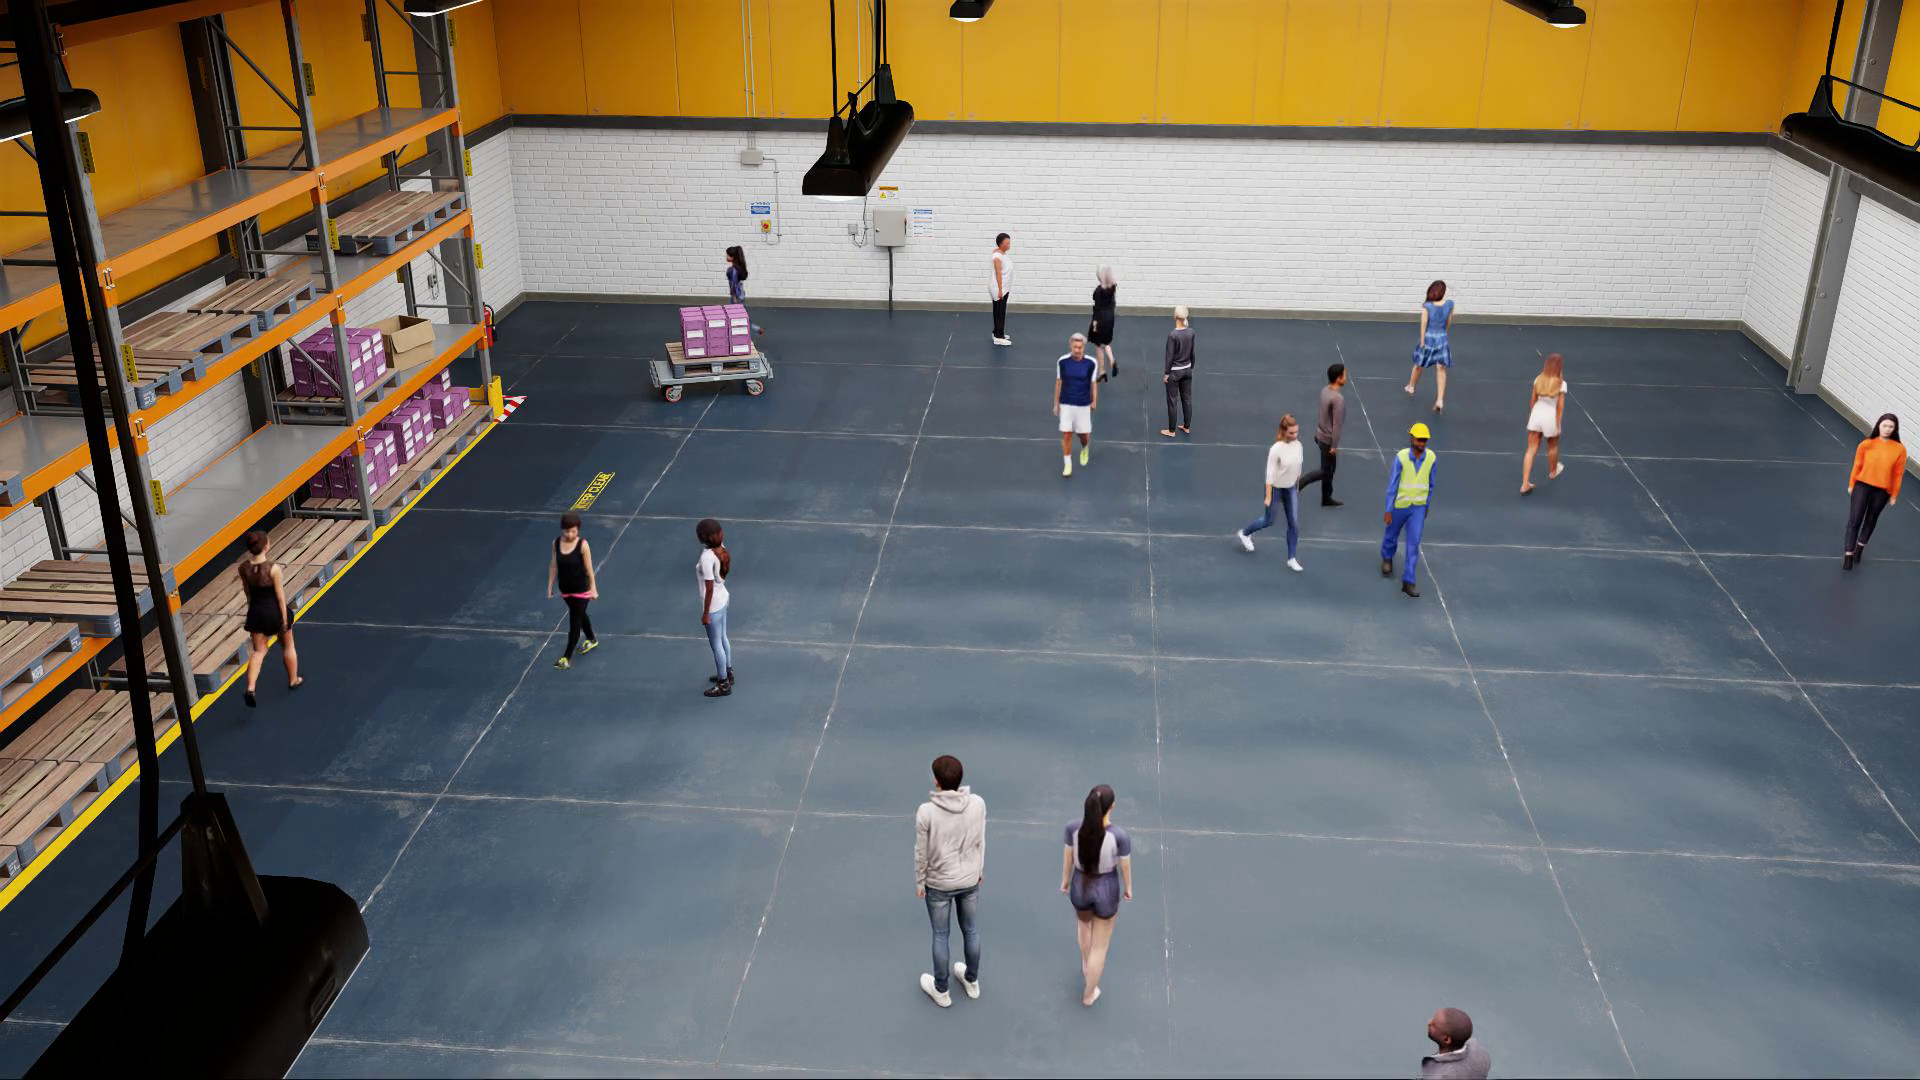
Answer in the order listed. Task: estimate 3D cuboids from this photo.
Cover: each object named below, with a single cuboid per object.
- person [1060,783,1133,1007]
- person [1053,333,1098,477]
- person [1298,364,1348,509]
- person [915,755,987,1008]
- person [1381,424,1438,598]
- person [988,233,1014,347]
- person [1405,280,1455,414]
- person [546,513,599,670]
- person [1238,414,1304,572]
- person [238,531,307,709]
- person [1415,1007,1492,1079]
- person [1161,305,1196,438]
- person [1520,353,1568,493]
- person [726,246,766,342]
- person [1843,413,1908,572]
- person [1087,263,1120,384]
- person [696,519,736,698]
[{"bbox_3d":[0.876,2.408,11.127,0.747,1.632,0.843,10,25,21],"label":"person"},{"bbox_3d":[1.416,-1.682,20.253,0.701,1.818,0.779,5,24,12],"label":"person"},{"bbox_3d":[4.152,-1.165,19.158,0.835,1.747,0.967,-14,27,-29],"label":"person"},{"bbox_3d":[-0.044,2.276,11.157,0.752,1.850,0.749,-9,25,-20],"label":"person"},{"bbox_3d":[4.631,-0.374,17.325,0.775,1.765,1.243,0,24,-1],"label":"person"},{"bbox_3d":[0.627,-3.848,25.368,0.718,1.689,0.553,1,24,2],"label":"person"},{"bbox_3d":[6.405,-2.552,22.337,0.779,1.742,1.214,-2,24,-6],"label":"person"},{"bbox_3d":[-3.604,0.425,15.817,0.819,1.510,1.038,11,26,24],"label":"person"},{"bbox_3d":[3.367,-0.540,17.799,1.058,1.691,1.206,-14,27,-30],"label":"person"},{"bbox_3d":[-6.279,0.718,14.965,0.580,1.654,0.987,3,24,6],"label":"person"},{"bbox_3d":[2.613,3.291,8.899,1.118,1.800,1.087,21,31,39],"label":"person"},{"bbox_3d":[2.840,-2.205,21.564,0.690,1.726,0.711,-13,27,-28],"label":"person"},{"bbox_3d":[6.877,-1.350,19.699,0.992,1.653,1.143,20,30,37],"label":"person"},{"bbox_3d":[-3.277,-3.632,24.976,0.705,1.607,0.748,0,24,0],"label":"person"},{"bbox_3d":[9.750,-0.545,17.773,0.864,1.720,1.085,12,26,25],"label":"person"},{"bbox_3d":[2.091,-3.035,23.450,0.892,1.736,0.848,20,31,38],"label":"person"},{"bbox_3d":[-2.233,0.600,15.154,0.639,1.719,0.452,2,24,6],"label":"person"}]
